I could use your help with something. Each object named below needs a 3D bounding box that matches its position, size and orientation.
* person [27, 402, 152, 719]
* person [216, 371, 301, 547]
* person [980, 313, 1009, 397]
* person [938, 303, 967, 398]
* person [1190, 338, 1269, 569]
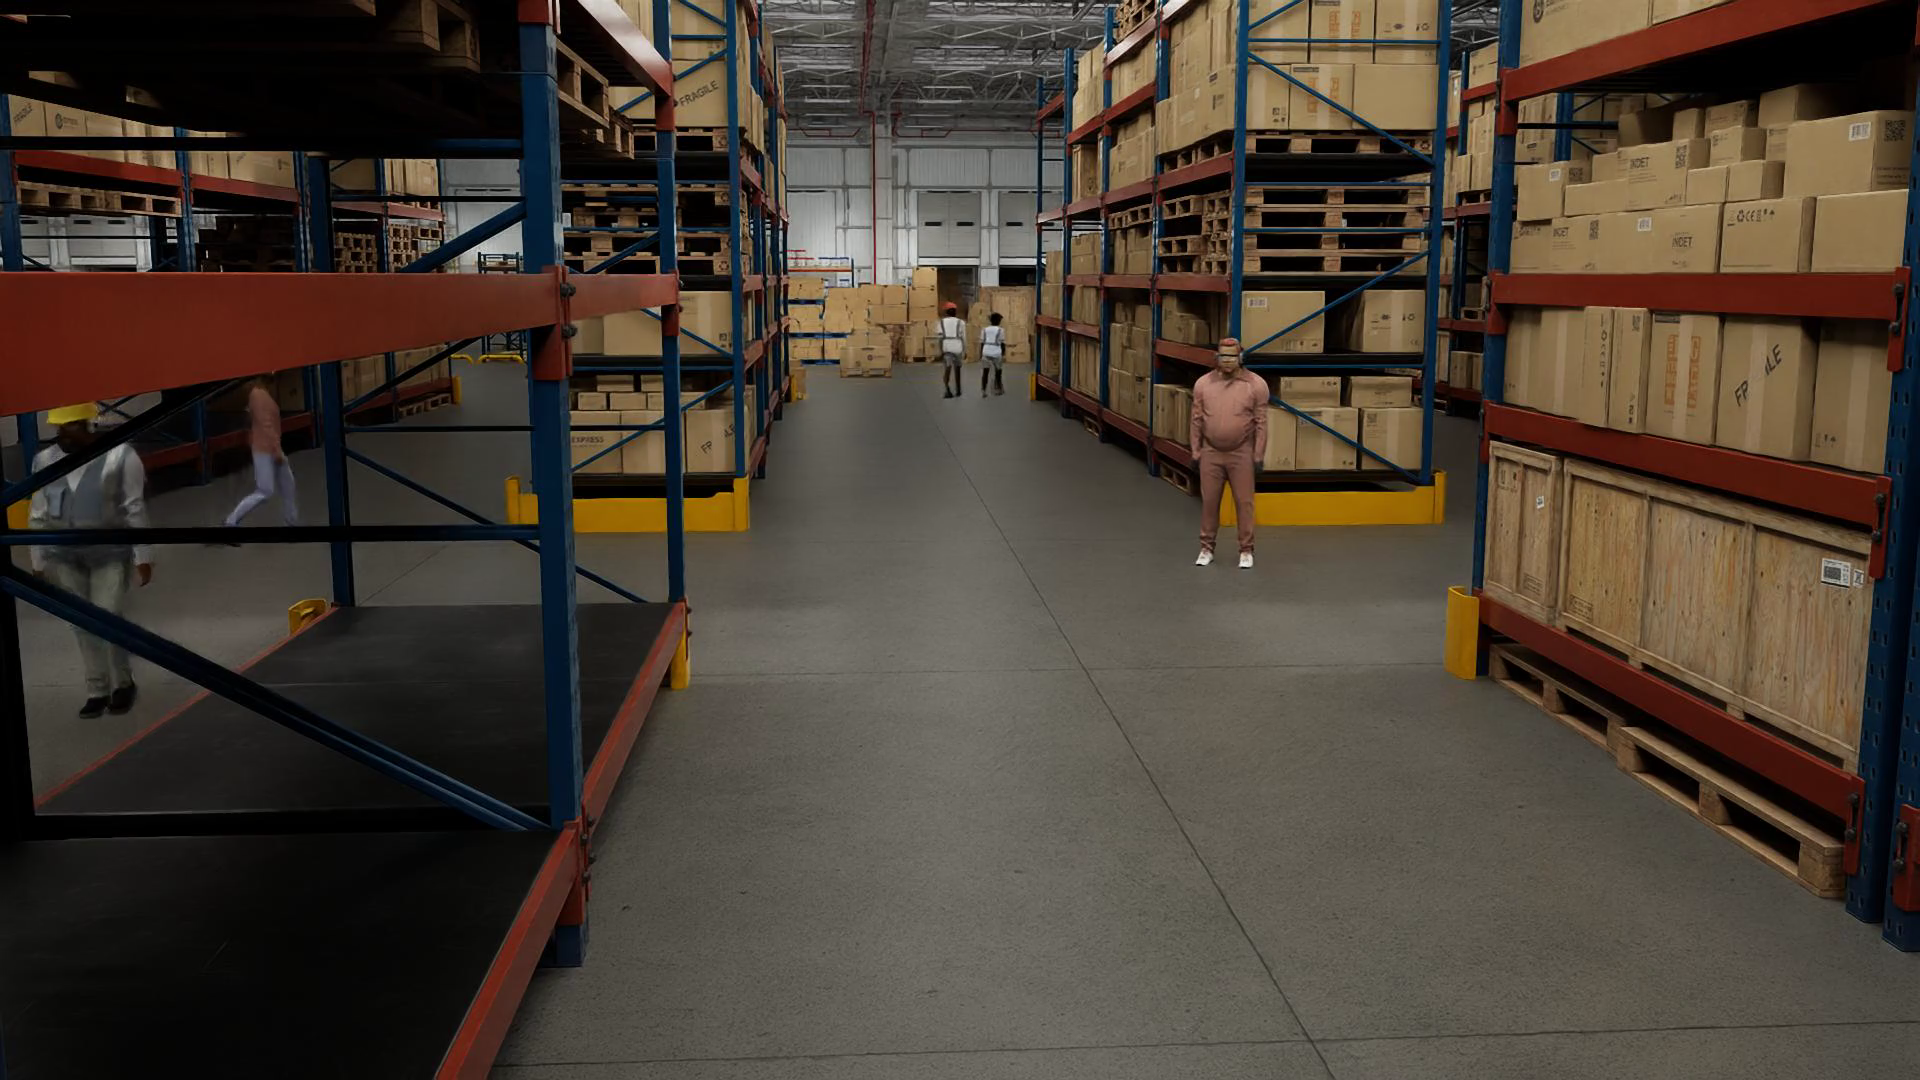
[{"bbox_3d":[-4.695,0.080,8.966,0.620,1.811,0.427,0,9,0],"label":"person"},{"bbox_3d":[-6.171,-0.795,14.737,0.792,1.724,0.527,-2,9,-14],"label":"person"},{"bbox_3d":[0.681,-3.661,32.927,0.617,1.637,0.868,5,10,28],"label":"person"},{"bbox_3d":[-0.153,-3.733,32.757,0.586,1.874,0.981,2,9,10],"label":"person"},{"bbox_3d":[2.199,-0.709,13.676,0.642,1.899,0.397,4,10,21],"label":"person"}]
